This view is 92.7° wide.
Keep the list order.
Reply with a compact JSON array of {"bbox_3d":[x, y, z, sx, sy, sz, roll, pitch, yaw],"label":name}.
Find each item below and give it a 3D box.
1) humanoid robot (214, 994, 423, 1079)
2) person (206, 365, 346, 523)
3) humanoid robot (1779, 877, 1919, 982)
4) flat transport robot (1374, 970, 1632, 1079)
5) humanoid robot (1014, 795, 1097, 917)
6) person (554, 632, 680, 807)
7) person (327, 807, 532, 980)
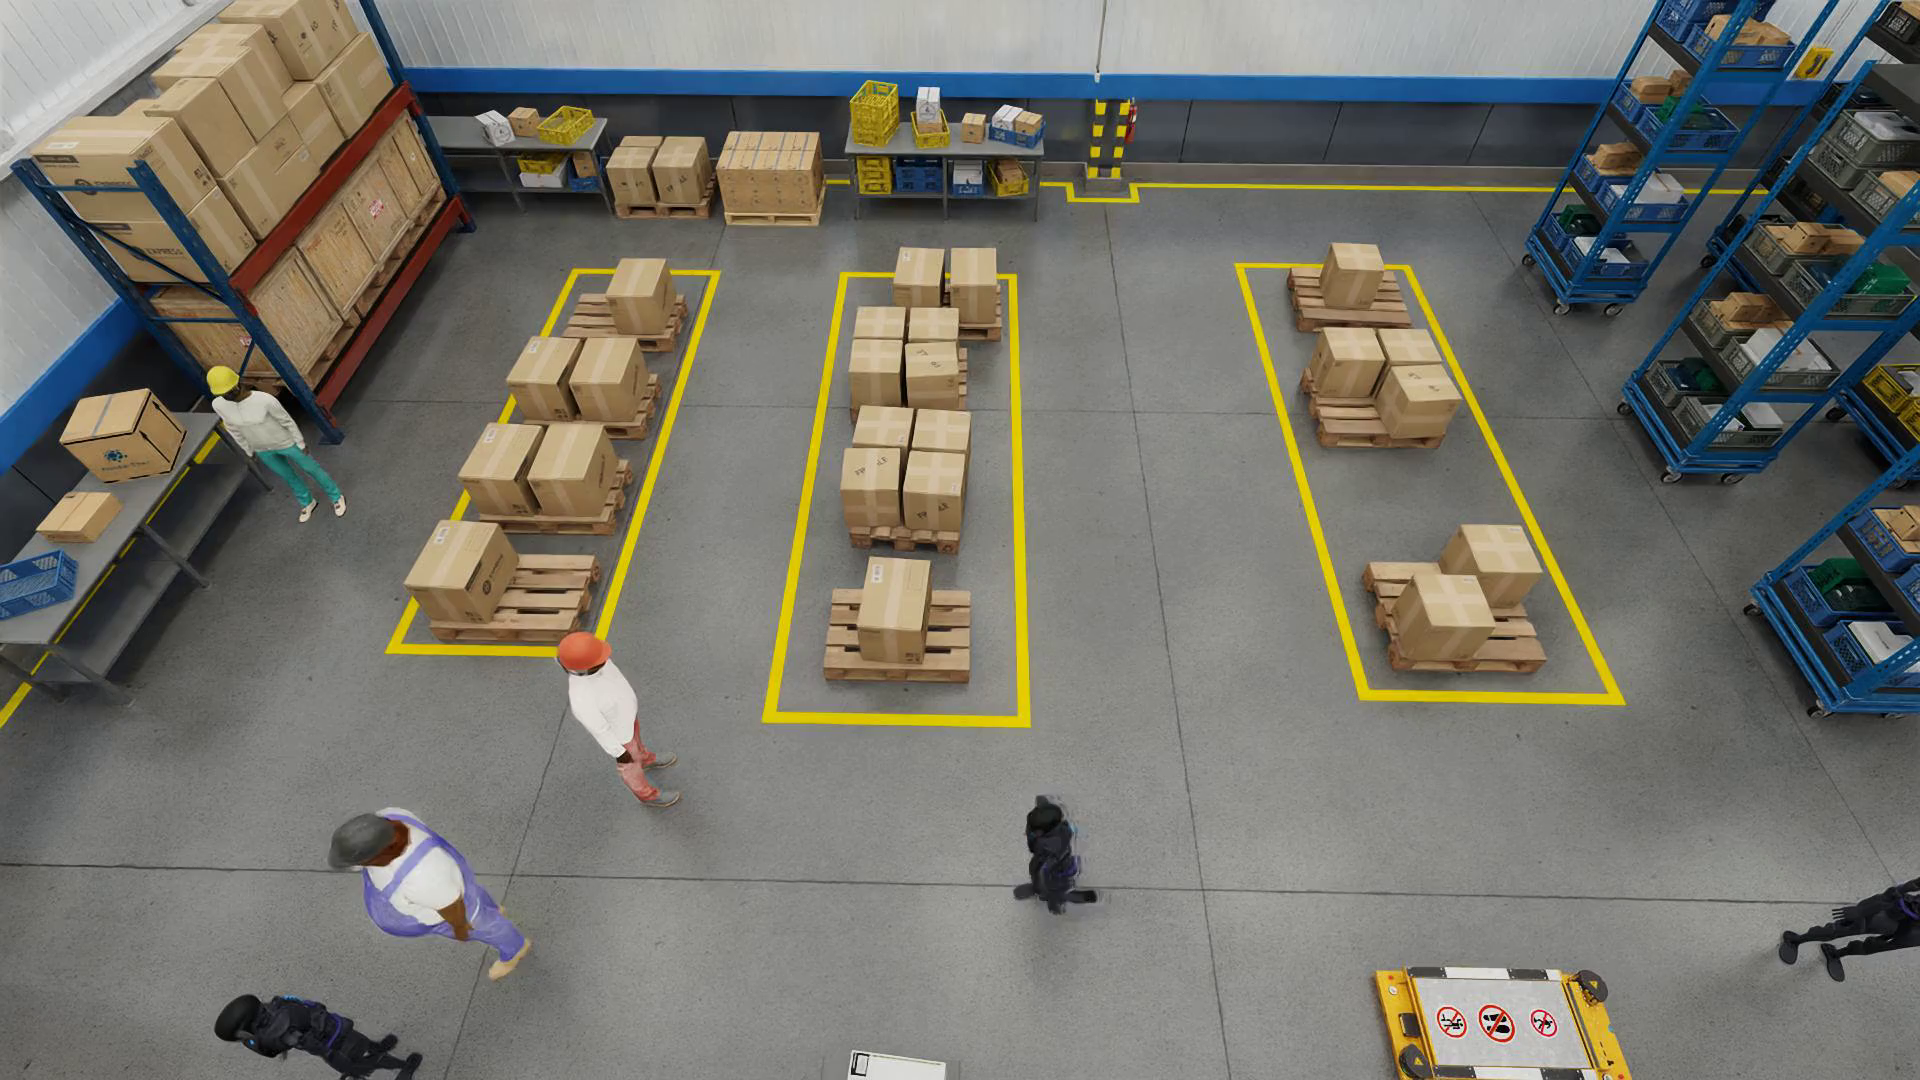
[{"bbox_3d":[-3.651,2.871,5.236,0.579,1.653,0.317,17,53,14],"label":"humanoid robot"},{"bbox_3d":[-6.137,-0.849,8.209,0.524,1.771,0.302,-10,51,-8],"label":"person"},{"bbox_3d":[5.855,2.361,5.644,0.610,1.656,0.315,19,53,15],"label":"humanoid robot"},{"bbox_3d":[3.501,3.133,5.914,1.431,0.197,0.652,1,51,1],"label":"flat transport robot"},{"bbox_3d":[0.641,2.043,5.914,0.511,1.627,0.643,-7,51,-5],"label":"humanoid robot"},{"bbox_3d":[-2.368,1.243,6.360,0.375,1.994,0.607,-10,52,-8],"label":"person"},{"bbox_3d":[-3.229,2.168,5.576,0.688,2.000,0.536,37,59,26],"label":"person"}]
